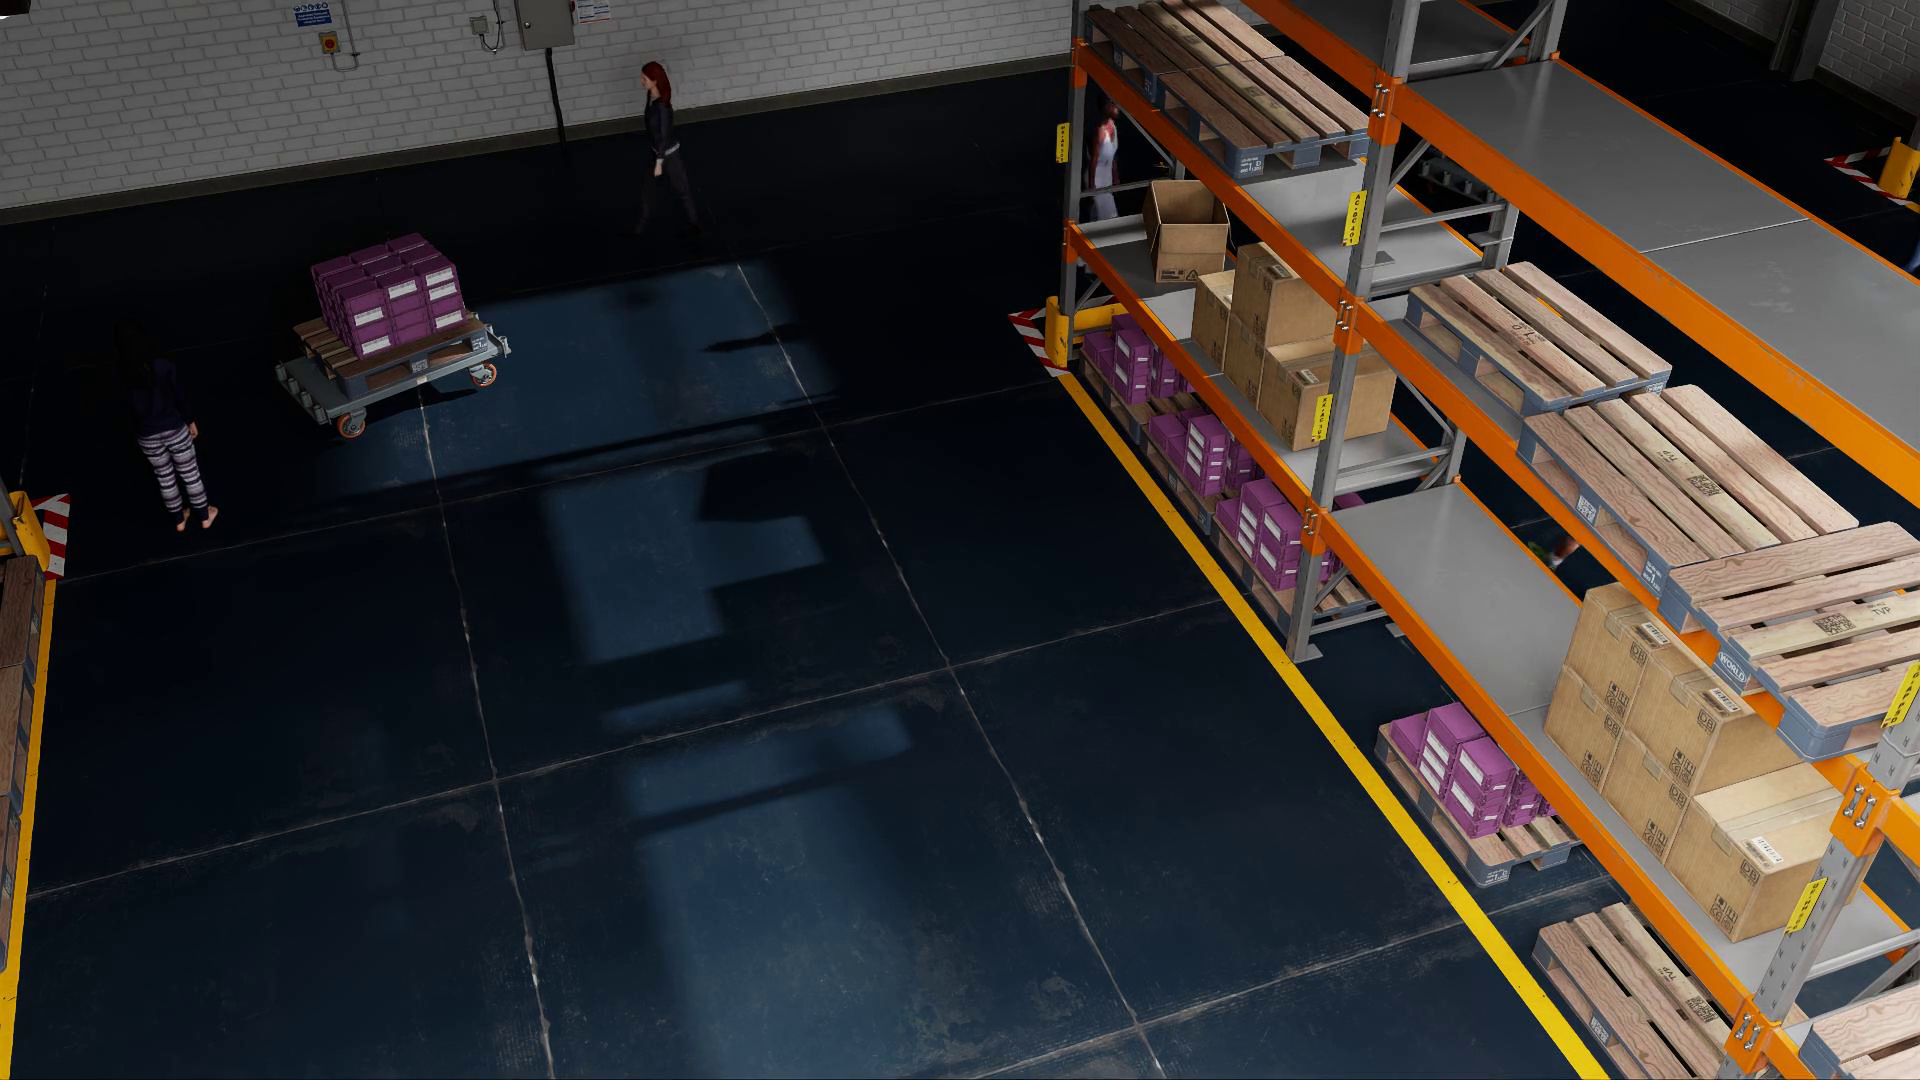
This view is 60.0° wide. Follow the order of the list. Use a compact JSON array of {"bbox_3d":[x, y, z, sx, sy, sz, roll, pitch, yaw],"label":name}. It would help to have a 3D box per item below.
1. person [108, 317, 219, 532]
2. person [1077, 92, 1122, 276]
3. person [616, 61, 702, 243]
[{"bbox_3d":[-5.686,-0.809,11.823,0.608,1.732,0.536,-9,40,-11],"label":"person"},{"bbox_3d":[1.138,-3.129,14.696,0.815,1.772,0.763,10,40,13],"label":"person"},{"bbox_3d":[-2.608,-3.521,15.206,0.764,1.747,0.995,-18,42,-21],"label":"person"}]
